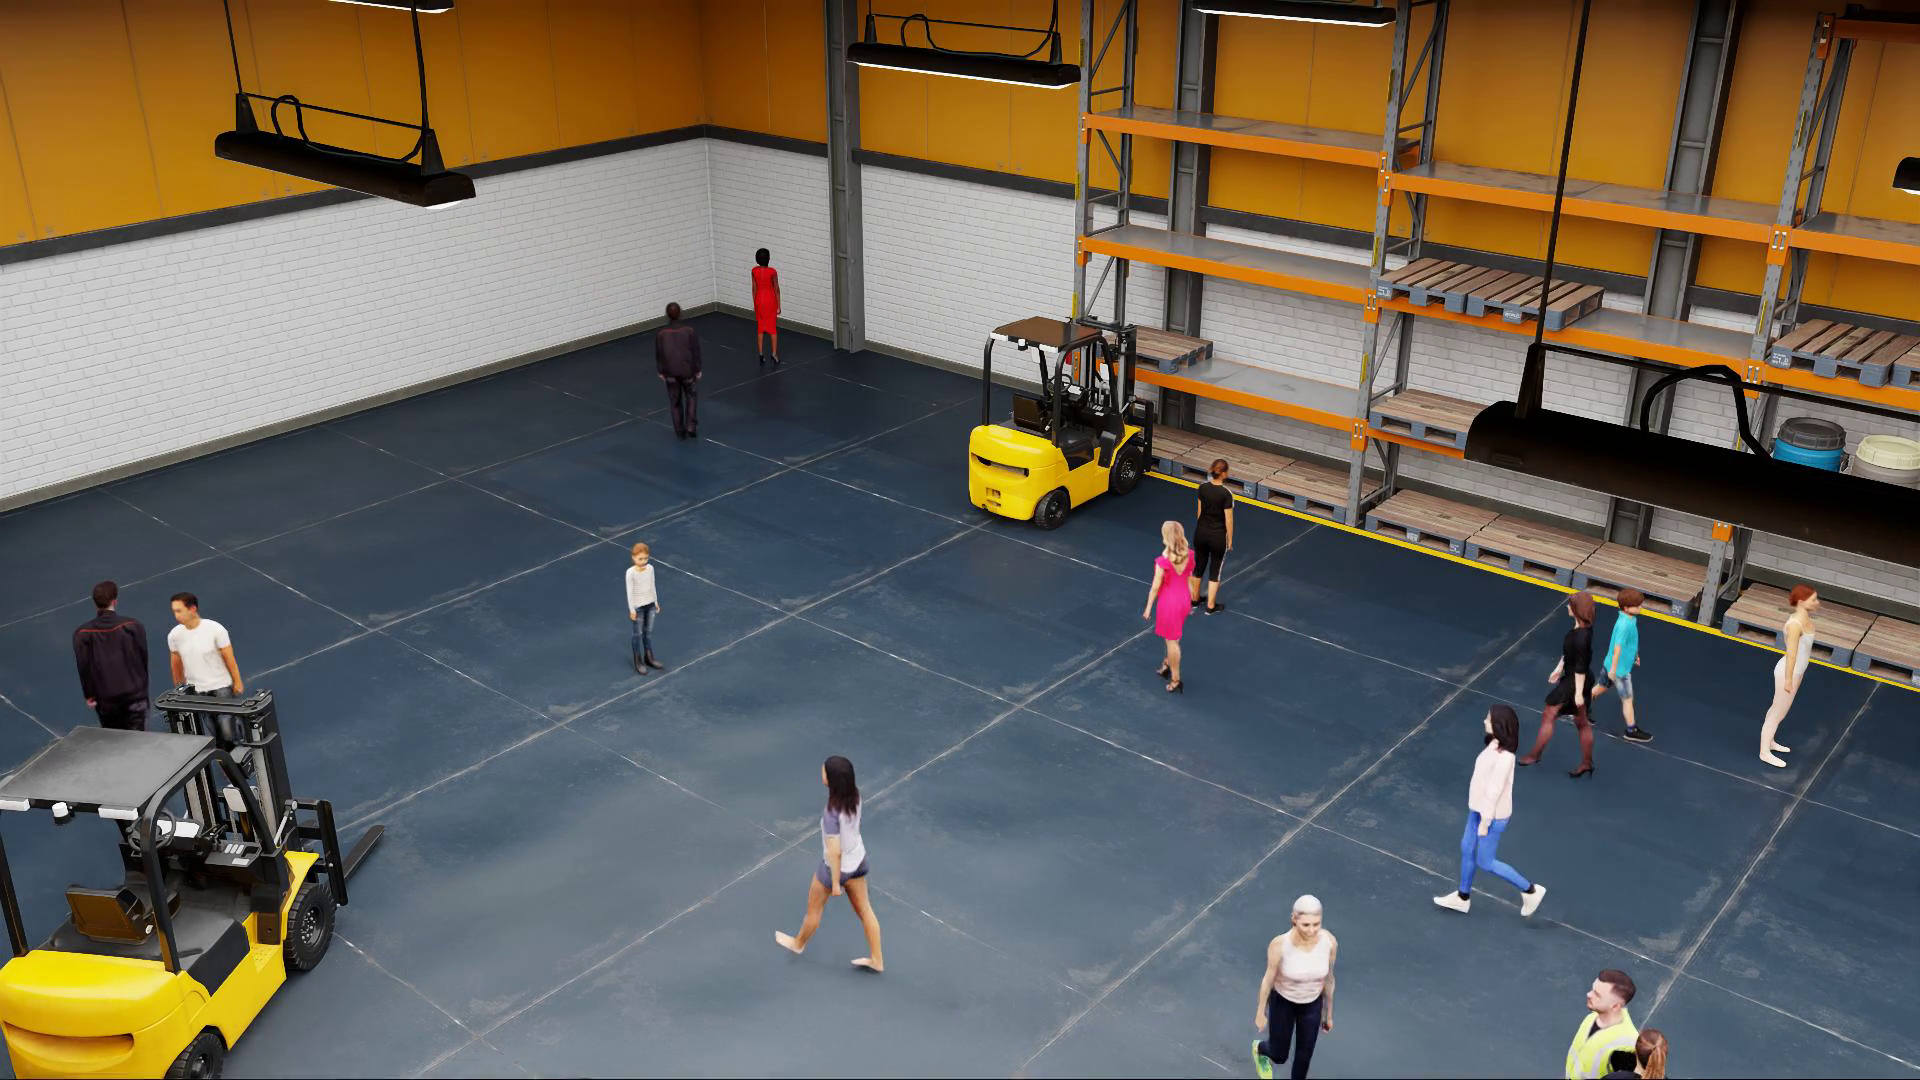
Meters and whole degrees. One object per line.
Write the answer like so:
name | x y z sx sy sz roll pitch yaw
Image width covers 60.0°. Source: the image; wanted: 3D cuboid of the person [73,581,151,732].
person | -6.895 1.302 13.688 1.022 1.860 1.214 -9 25 -20

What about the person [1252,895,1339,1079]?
person | 2.058 2.854 10.355 0.897 1.685 0.981 -6 24 -14

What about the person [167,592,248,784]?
person | -6.272 1.208 13.997 0.793 1.783 0.852 -3 24 -7

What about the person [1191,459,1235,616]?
person | 2.571 -0.045 17.008 0.464 1.667 0.647 20 31 39

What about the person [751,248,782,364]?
person | -2.898 -3.491 24.798 0.584 1.743 0.707 6 24 13

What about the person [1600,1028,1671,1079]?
person | 3.666 3.396 9.116 0.767 1.683 0.835 6 24 13

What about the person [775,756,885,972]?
person | -0.735 2.304 11.597 1.101 1.698 0.752 11 26 24

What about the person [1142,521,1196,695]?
person | 2.021 0.646 15.367 0.689 1.716 0.762 -15 28 -30

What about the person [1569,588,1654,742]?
person | 5.779 1.072 14.764 1.006 1.418 0.709 10 25 21

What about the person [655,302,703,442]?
person | -3.650 -2.163 21.657 0.868 1.826 0.912 -3 24 -8

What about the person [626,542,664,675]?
person | -3.041 0.633 15.900 0.483 1.314 0.476 21 31 39

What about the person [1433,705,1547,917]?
person | 3.969 2.025 12.169 1.115 1.750 0.947 4 24 10

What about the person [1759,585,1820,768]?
person | 7.138 1.142 14.325 0.516 1.642 0.566 14 27 30

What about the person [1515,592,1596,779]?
person | 5.291 1.256 14.018 0.949 1.678 0.746 10 25 21

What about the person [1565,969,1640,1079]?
person | 3.680 3.195 9.412 1.233 1.815 1.066 3 24 6
